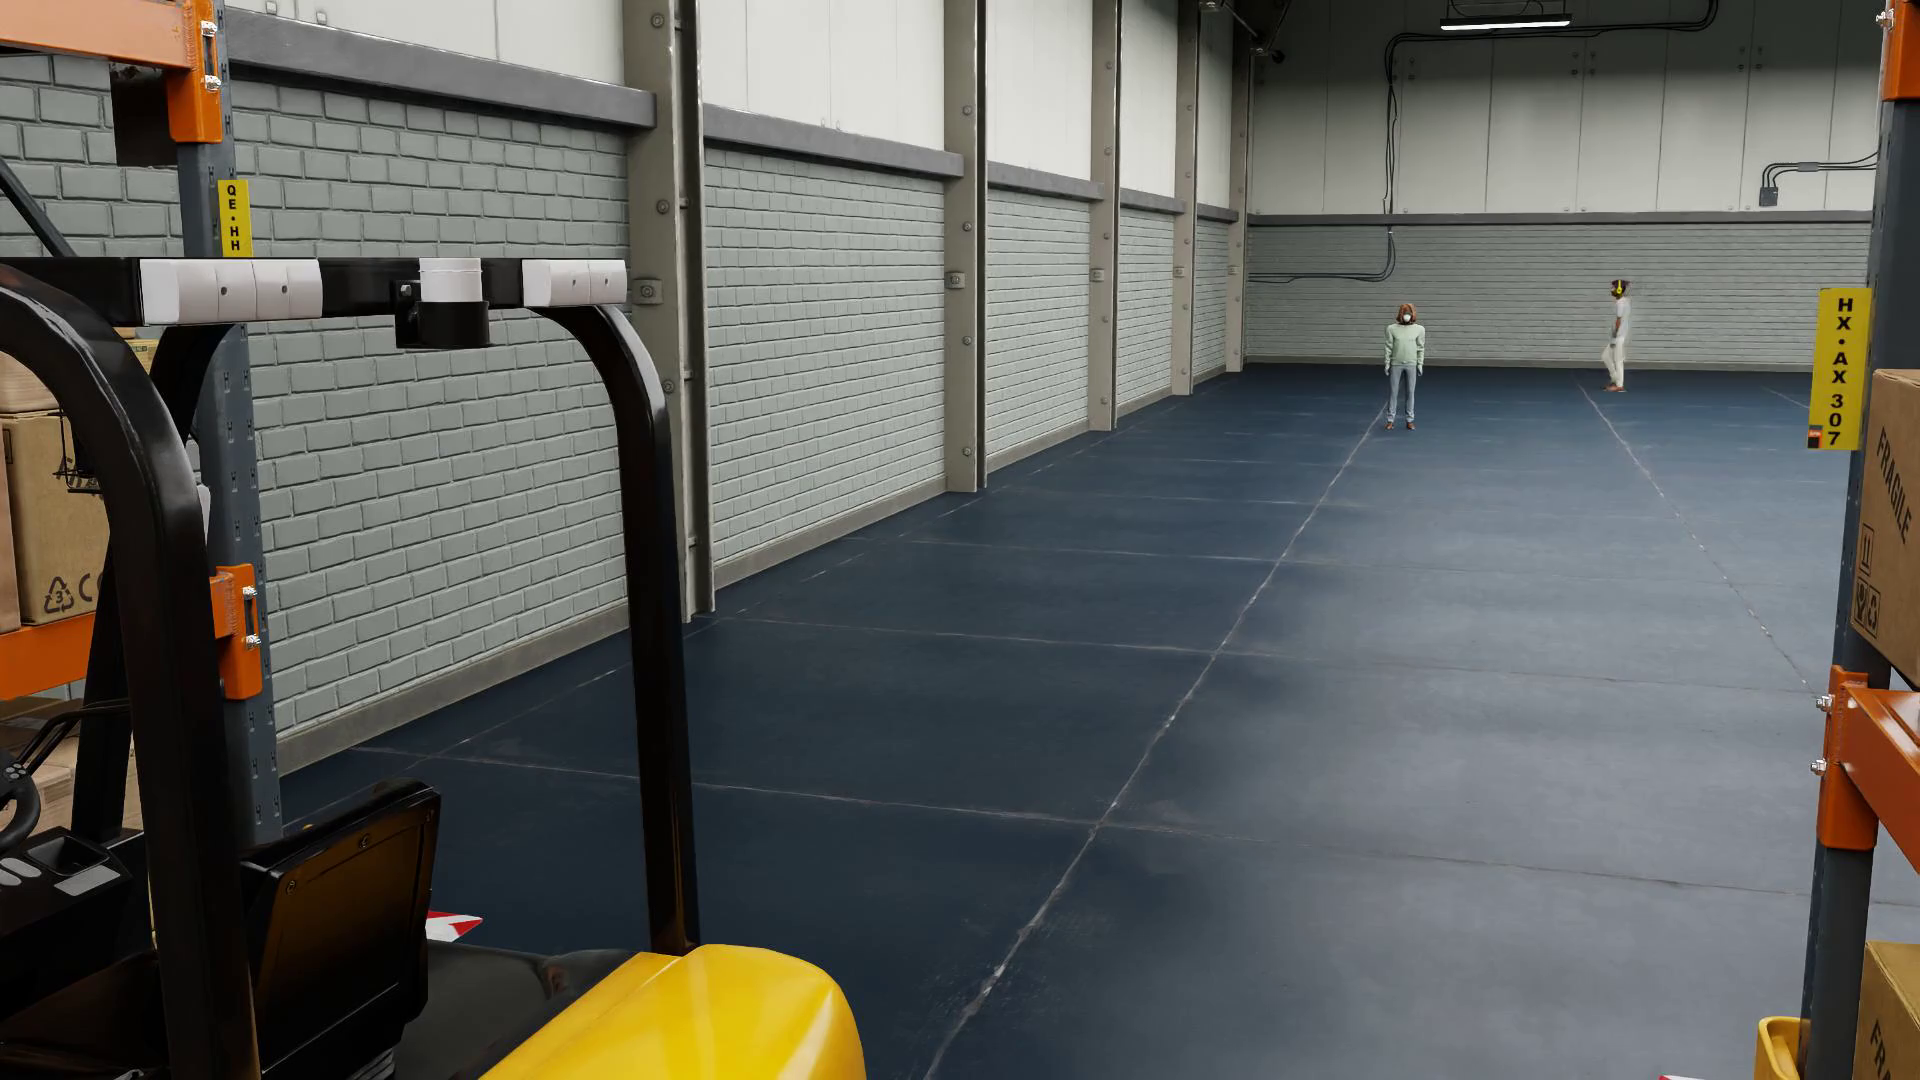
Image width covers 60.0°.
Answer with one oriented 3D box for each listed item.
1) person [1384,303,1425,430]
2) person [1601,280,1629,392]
[{"bbox_3d":[5.730,-2.239,21.478,0.500,1.636,0.286,2,10,10],"label":"person"},{"bbox_3d":[10.858,-3.385,27.634,0.494,1.857,0.551,4,10,20],"label":"person"}]
